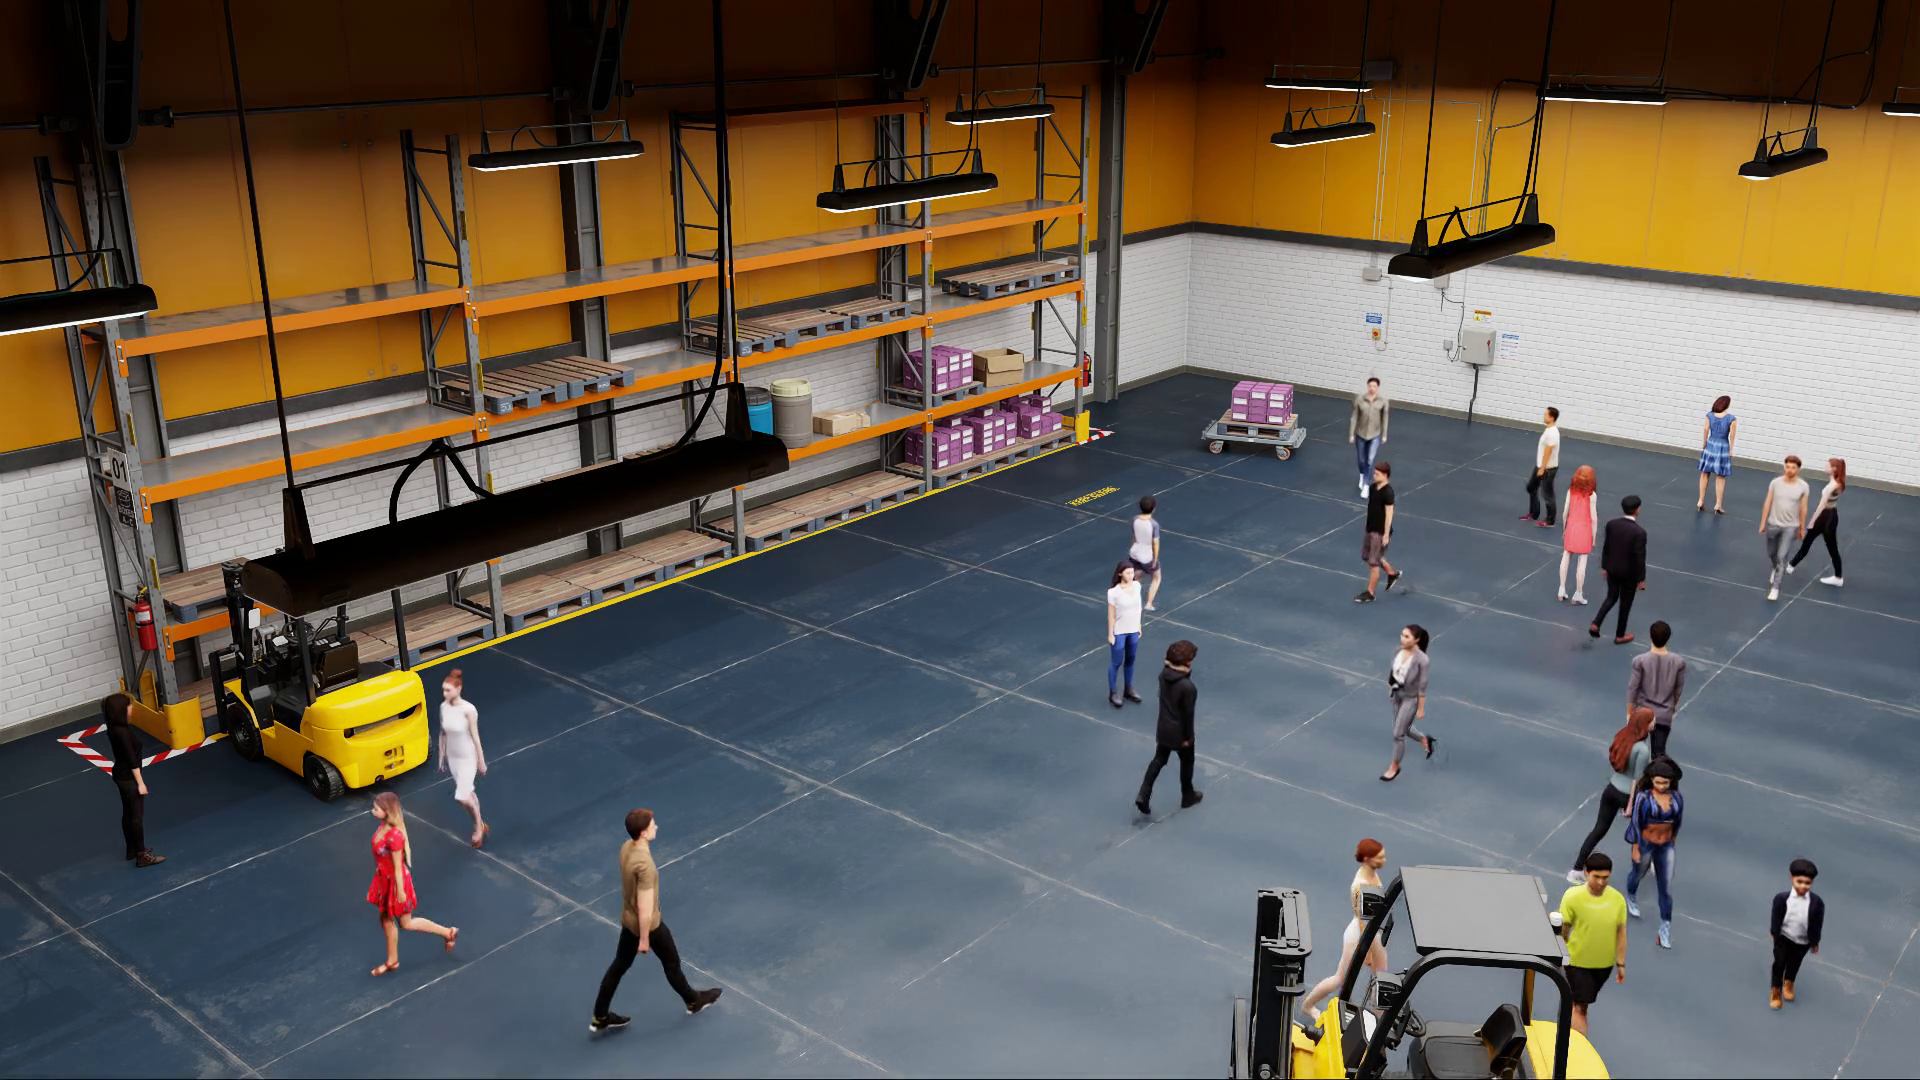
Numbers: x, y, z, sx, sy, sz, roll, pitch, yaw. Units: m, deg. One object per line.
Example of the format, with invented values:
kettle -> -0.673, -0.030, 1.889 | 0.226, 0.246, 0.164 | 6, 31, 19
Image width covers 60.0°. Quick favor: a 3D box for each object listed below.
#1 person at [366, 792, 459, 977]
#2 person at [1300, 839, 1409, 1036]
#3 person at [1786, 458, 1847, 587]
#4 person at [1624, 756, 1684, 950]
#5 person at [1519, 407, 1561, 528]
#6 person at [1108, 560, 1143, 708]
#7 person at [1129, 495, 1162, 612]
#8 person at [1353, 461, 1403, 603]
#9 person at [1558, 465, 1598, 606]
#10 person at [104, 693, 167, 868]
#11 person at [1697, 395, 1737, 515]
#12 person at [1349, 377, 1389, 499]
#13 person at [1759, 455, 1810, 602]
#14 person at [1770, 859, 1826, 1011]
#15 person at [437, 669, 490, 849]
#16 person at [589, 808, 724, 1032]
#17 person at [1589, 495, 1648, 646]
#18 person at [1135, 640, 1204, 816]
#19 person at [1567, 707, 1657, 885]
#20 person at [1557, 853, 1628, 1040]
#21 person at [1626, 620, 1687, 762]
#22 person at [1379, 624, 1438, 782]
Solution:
person -> -4.434, 2.733, 13.302 | 1.005, 1.574, 0.782 | -9, 21, -26
person -> 2.928, 2.989, 12.495 | 0.831, 1.606, 1.051 | 8, 20, 23
person -> 11.491, -0.208, 21.826 | 0.738, 1.709, 1.055 | 13, 22, 33
person -> 5.743, 2.540, 13.880 | 1.032, 1.572, 1.133 | -1, 19, -2
person -> 8.627, -1.048, 24.195 | 0.879, 1.788, 0.816 | 2, 19, 6
person -> 1.790, 1.011, 18.249 | 0.547, 1.681, 0.706 | -13, 23, -34
person -> 2.273, 0.210, 20.831 | 0.581, 1.552, 0.596 | 12, 22, 32
person -> 5.441, -0.113, 21.329 | 1.101, 1.846, 0.966 | -6, 20, -17
person -> 7.891, -0.070, 21.231 | 0.579, 1.827, 0.635 | -14, 23, -35
person -> -7.481, 2.144, 14.947 | 0.520, 1.642, 0.588 | -17, 25, -42
person -> 11.320, -1.287, 24.877 | 0.609, 1.805, 0.691 | -17, 25, -41
person -> 6.349, -1.640, 25.857 | 1.005, 1.850, 1.257 | 6, 20, 17
person -> 10.683, -0.198, 21.552 | 0.699, 1.865, 1.177 | 14, 23, 36
person -> 6.520, 3.030, 12.994 | 0.618, 1.210, 0.720 | 6, 20, 18
person -> -4.454, 1.991, 15.181 | 0.654, 1.782, 0.682 | 10, 21, 27
person -> -2.477, 2.893, 12.475 | 1.353, 1.800, 0.986 | -10, 21, -28
person -> 7.853, 0.380, 19.826 | 1.004, 1.870, 0.898 | -10, 21, -28
person -> 1.985, 1.803, 15.784 | 1.124, 1.754, 0.717 | -16, 24, -39
person -> 5.699, 2.274, 14.486 | 1.253, 1.689, 1.035 | -5, 19, -15
person -> 4.618, 3.031, 12.283 | 1.097, 1.660, 1.176 | -1, 19, -2
person -> 6.669, 1.711, 15.961 | 1.038, 1.815, 1.213 | 4, 19, 10
person -> 4.512, 1.603, 16.534 | 1.052, 1.654, 0.885 | -8, 20, -21
